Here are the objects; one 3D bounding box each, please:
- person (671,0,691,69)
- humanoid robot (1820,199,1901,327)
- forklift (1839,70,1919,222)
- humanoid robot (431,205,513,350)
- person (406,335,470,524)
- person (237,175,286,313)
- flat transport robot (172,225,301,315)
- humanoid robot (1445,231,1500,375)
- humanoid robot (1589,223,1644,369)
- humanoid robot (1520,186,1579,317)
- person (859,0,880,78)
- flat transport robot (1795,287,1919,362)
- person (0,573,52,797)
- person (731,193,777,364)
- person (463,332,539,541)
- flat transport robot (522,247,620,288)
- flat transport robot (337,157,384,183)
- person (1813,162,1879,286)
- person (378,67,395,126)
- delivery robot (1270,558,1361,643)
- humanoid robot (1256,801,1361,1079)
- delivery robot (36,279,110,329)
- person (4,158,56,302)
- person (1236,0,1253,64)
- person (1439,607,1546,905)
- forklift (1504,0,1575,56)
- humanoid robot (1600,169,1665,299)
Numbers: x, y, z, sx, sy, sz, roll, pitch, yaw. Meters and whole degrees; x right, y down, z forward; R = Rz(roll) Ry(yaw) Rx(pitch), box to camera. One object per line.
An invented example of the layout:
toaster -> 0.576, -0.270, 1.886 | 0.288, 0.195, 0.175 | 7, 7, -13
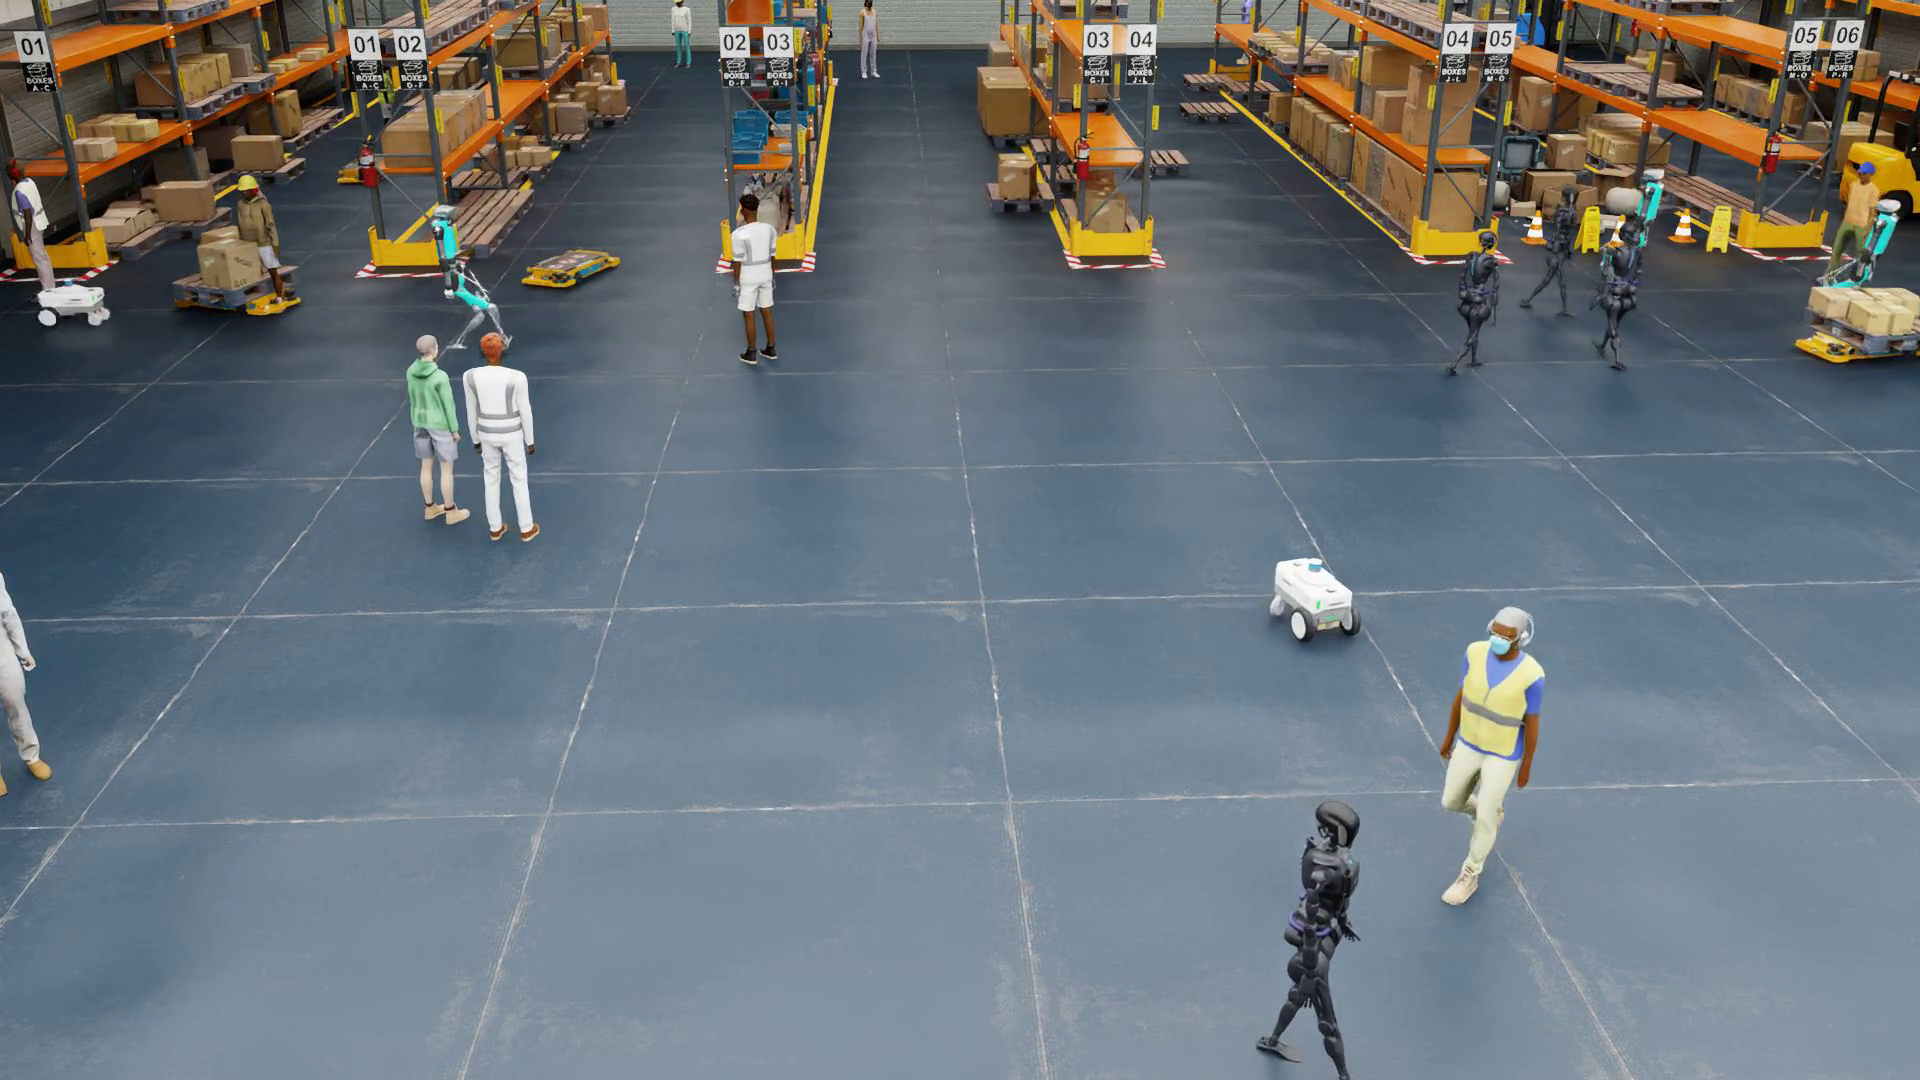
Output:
person -> -6.779, -12.382, 40.463 | 0.523, 1.759, 0.324 | 8, 25, 18
humanoid robot -> 10.680, -3.258, 19.939 | 0.780, 1.725, 0.535 | 21, 32, 39
forklift -> 15.132, -6.143, 25.915 | 2.313, 2.155, 1.214 | -1, 24, -2
humanoid robot -> -5.667, -3.058, 19.556 | 0.961, 1.768, 0.532 | -1, 24, -1
person -> -4.703, -0.984, 14.884 | 0.464, 1.733, 0.324 | 9, 26, 20
person -> -8.868, -3.752, 21.073 | 0.542, 1.757, 0.414 | 4, 24, 10
flat transport robot -> -9.340, -3.131, 21.507 | 1.431, 0.231, 0.659 | 8, 25, 18
humanoid robot -> 5.812, -2.692, 18.850 | 0.748, 1.642, 0.609 | -12, 27, -26
humanoid robot -> 7.544, -2.840, 19.160 | 0.593, 1.632, 0.749 | -8, 25, -17
humanoid robot -> 7.582, -3.670, 21.067 | 0.789, 1.636, 0.611 | 16, 29, 32
person -> -2.120, -11.804, 39.036 | 0.518, 1.863, 0.376 | -13, 27, -27
flat transport robot -> 10.751, -2.322, 19.689 | 1.431, 0.231, 0.659 | -5, 25, -12
person -> -6.340, 0.769, 10.765 | 0.570, 1.892, 0.379 | -22, 32, -40
person -> -2.367, -3.009, 19.167 | 0.596, 1.958, 0.369 | -22, 32, -39
person -> -3.993, -0.887, 14.497 | 0.571, 1.876, 0.350 | 1, 24, 3
flat transport robot -> -5.345, -3.750, 22.899 | 0.659, 0.231, 1.431 | 9, 26, 20
flat transport robot -> -10.292, -6.430, 28.921 | 0.659, 0.231, 1.431 | -1, 24, -2
person -> 11.826, -4.160, 22.071 | 0.845, 1.675, 0.476 | -15, 28, -30
person -> -10.720, -8.194, 31.126 | 0.317, 1.695, 0.539 | -7, 25, -16
delivery robot -> 2.779, 0.441, 13.119 | 0.523, 0.586, 0.747 | -8, 25, -17
humanoid robot -> 1.858, 2.001, 8.277 | 0.708, 1.635, 0.606 | 12, 27, 26
delivery robot -> -11.103, -2.952, 20.770 | 0.808, 0.607, 0.499 | -2, 24, -4
person -> -12.033, -4.024, 21.574 | 0.382, 1.844, 0.569 | -8, 25, -17
person -> 7.087, -12.701, 41.130 | 0.393, 1.800, 0.594 | 4, 24, 9
person -> 3.111, 1.221, 9.751 | 0.619, 1.880, 0.543 | -22, 32, -40
forklift -> 14.700, -13.805, 42.301 | 1.873, 2.768, 1.129 | -1, 24, -2
humanoid robot -> 8.595, -3.863, 21.485 | 0.717, 1.894, 0.539 | 16, 29, 32
